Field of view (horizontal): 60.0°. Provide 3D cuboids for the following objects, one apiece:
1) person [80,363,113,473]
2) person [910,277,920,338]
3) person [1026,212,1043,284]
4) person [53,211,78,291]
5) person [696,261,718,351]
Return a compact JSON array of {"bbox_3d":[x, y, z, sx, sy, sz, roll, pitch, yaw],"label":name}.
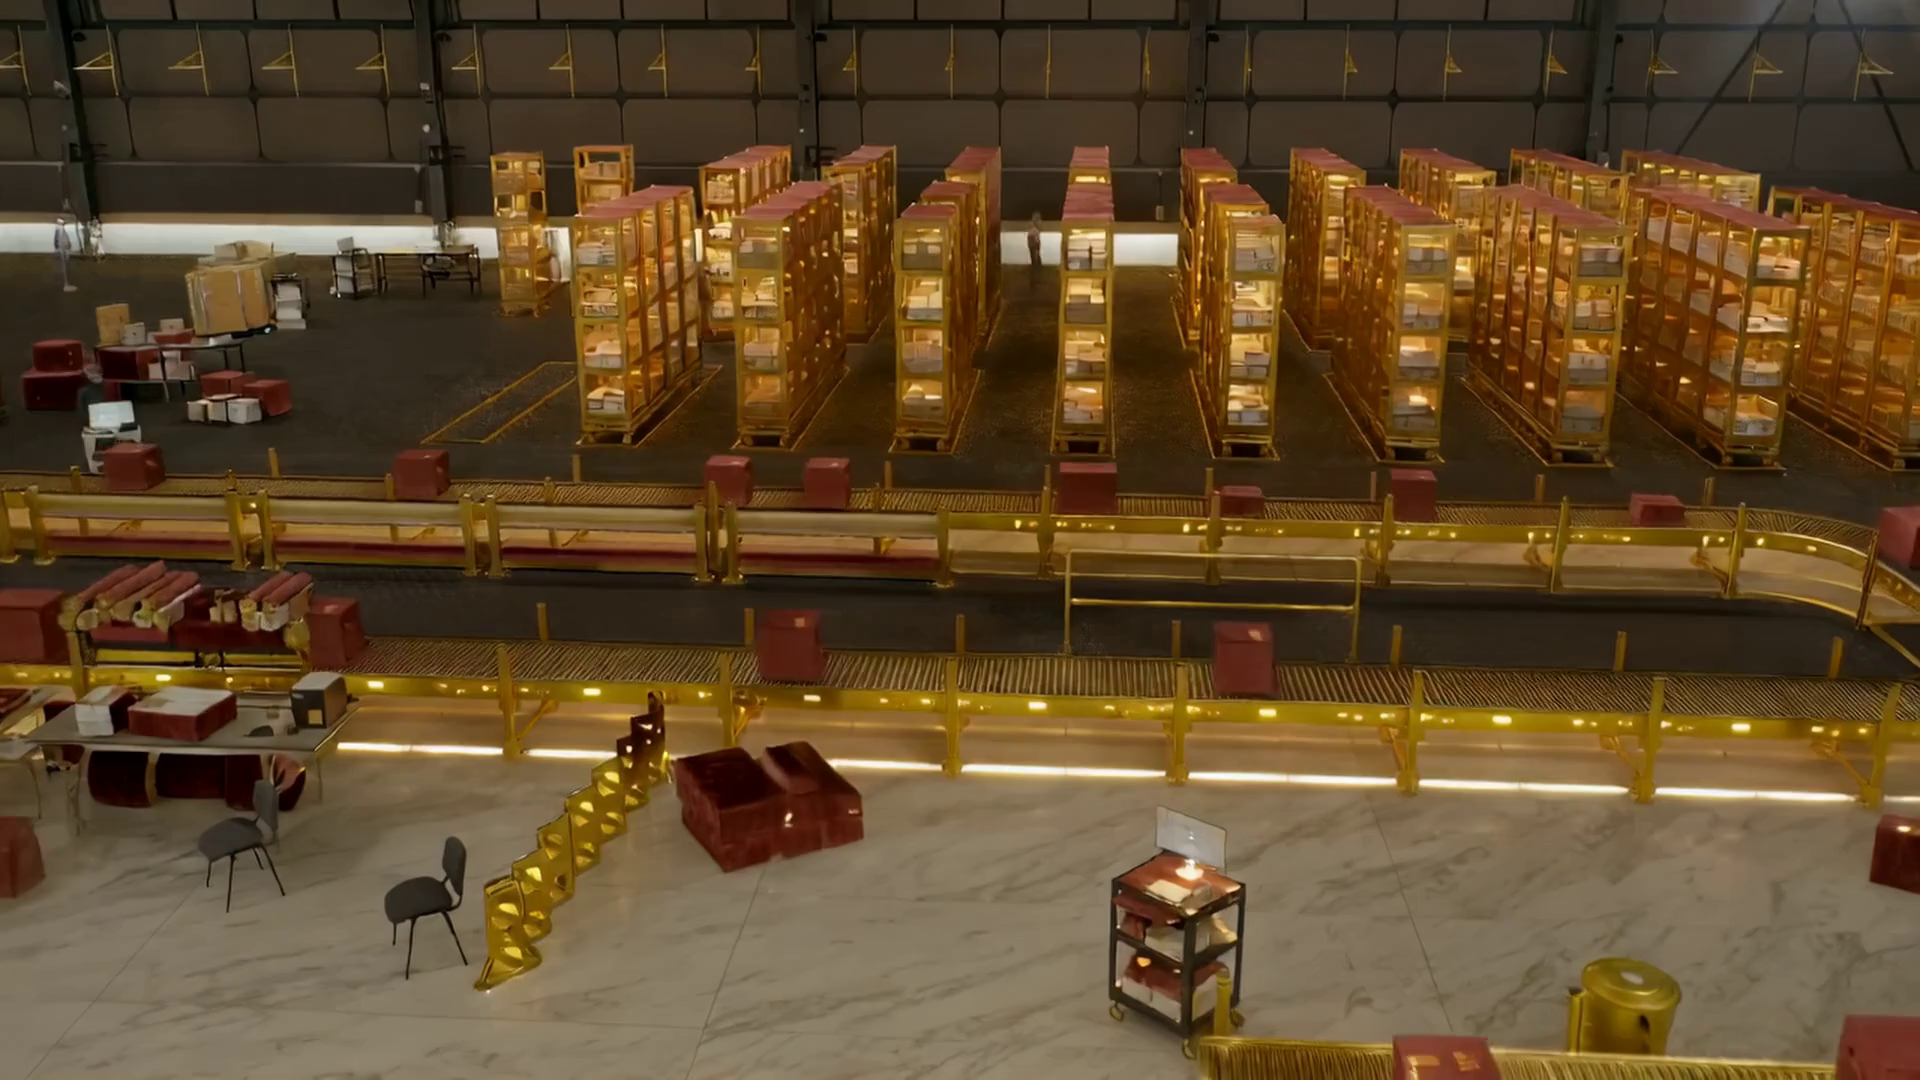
[{"bbox_3d":[-12.345,-1.695,24.068,0.711,1.741,0.547,3,18,9],"label":"person"},{"bbox_3d":[-0.745,-4.307,31.961,0.381,1.994,0.620,15,23,39],"label":"person"},{"bbox_3d":[1.891,-7.355,41.915,0.461,1.830,0.564,1,18,4],"label":"person"},{"bbox_3d":[-22.049,-7.115,40.954,0.407,1.942,0.615,-9,19,-26],"label":"person"},{"bbox_3d":[-5.131,-4.757,33.729,0.523,1.797,0.618,2,18,6],"label":"person"}]
